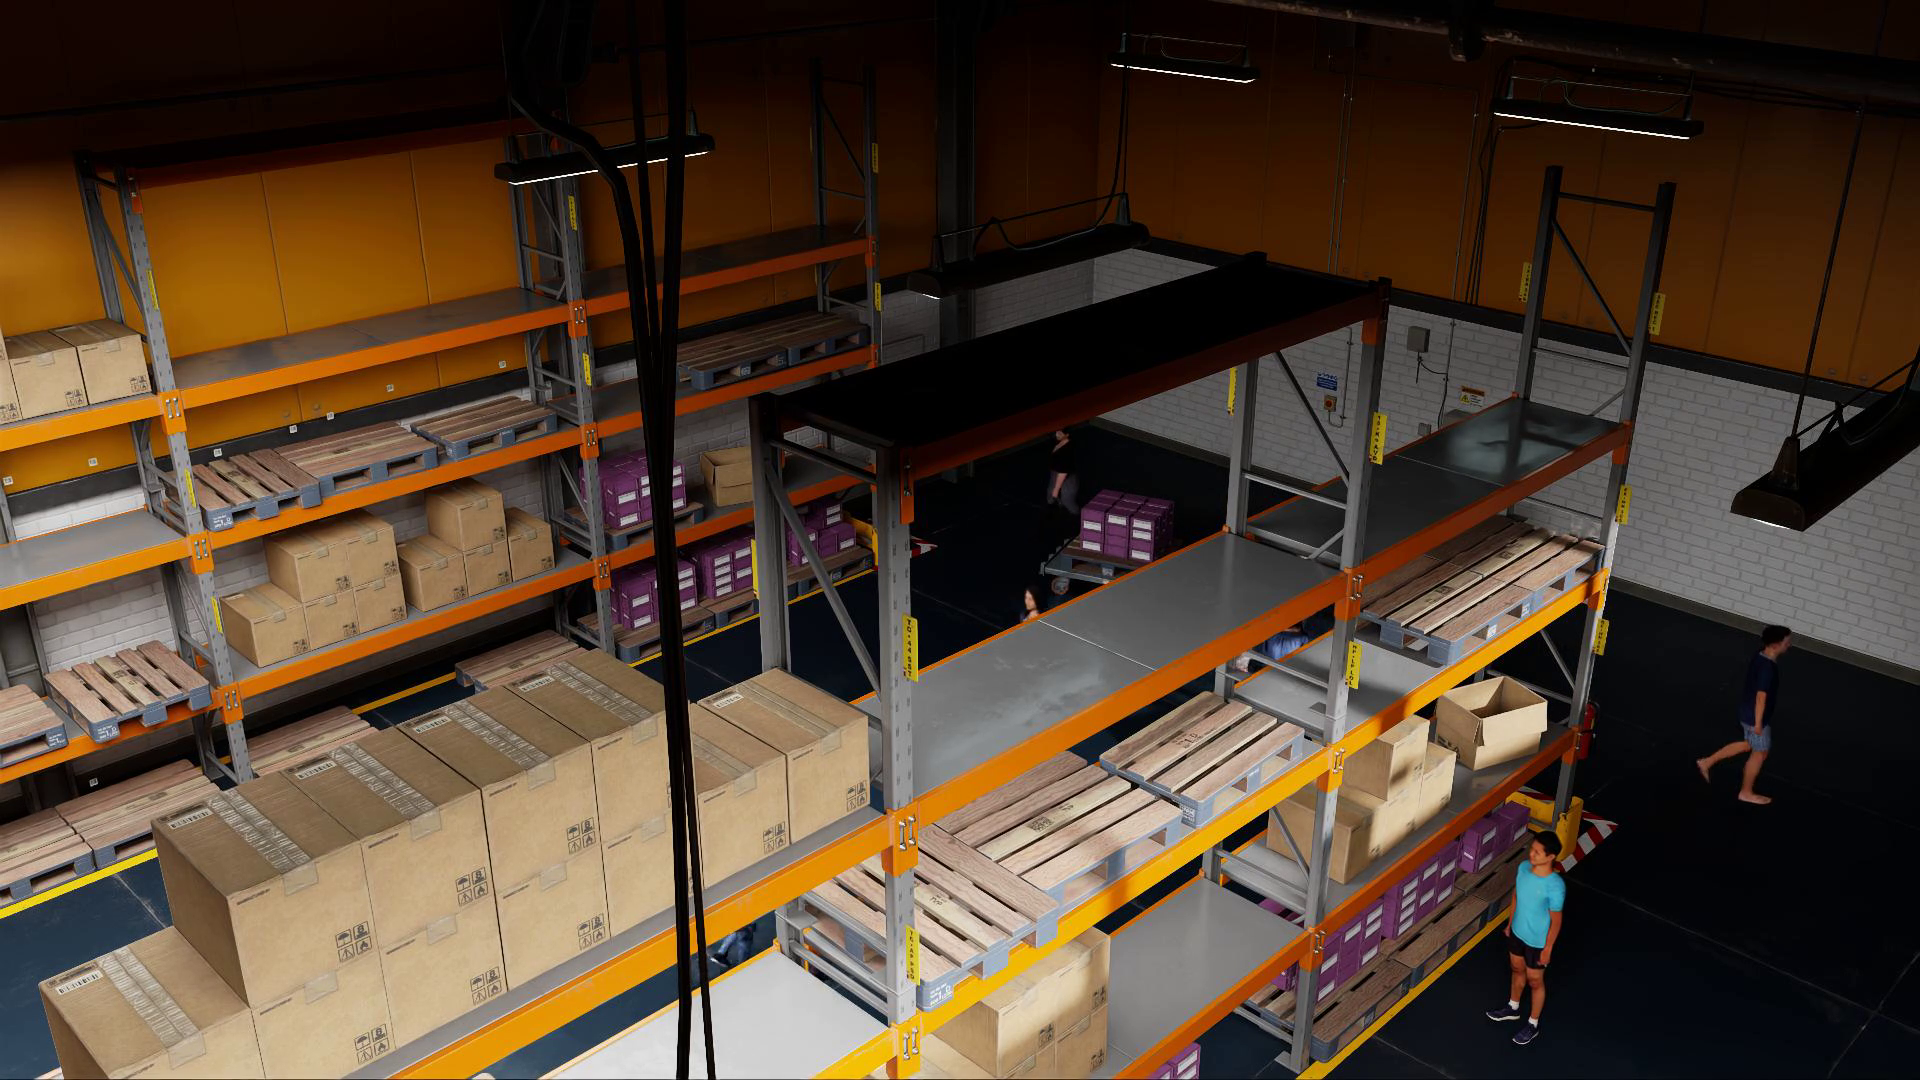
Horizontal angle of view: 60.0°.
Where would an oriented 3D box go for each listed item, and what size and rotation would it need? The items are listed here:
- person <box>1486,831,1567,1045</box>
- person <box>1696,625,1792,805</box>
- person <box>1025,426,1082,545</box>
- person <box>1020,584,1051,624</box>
[{"bbox_3d":[4.283,2.942,12.426,0.662,1.775,0.683,-9,25,-19],"label":"person"},{"bbox_3d":[7.306,1.599,15.430,0.938,1.830,0.975,7,25,17],"label":"person"},{"bbox_3d":[1.418,-0.669,20.772,1.152,1.708,1.050,-1,24,-3],"label":"person"},{"bbox_3d":[0.808,1.209,16.491,0.805,1.696,0.605,-21,31,-39],"label":"person"}]
